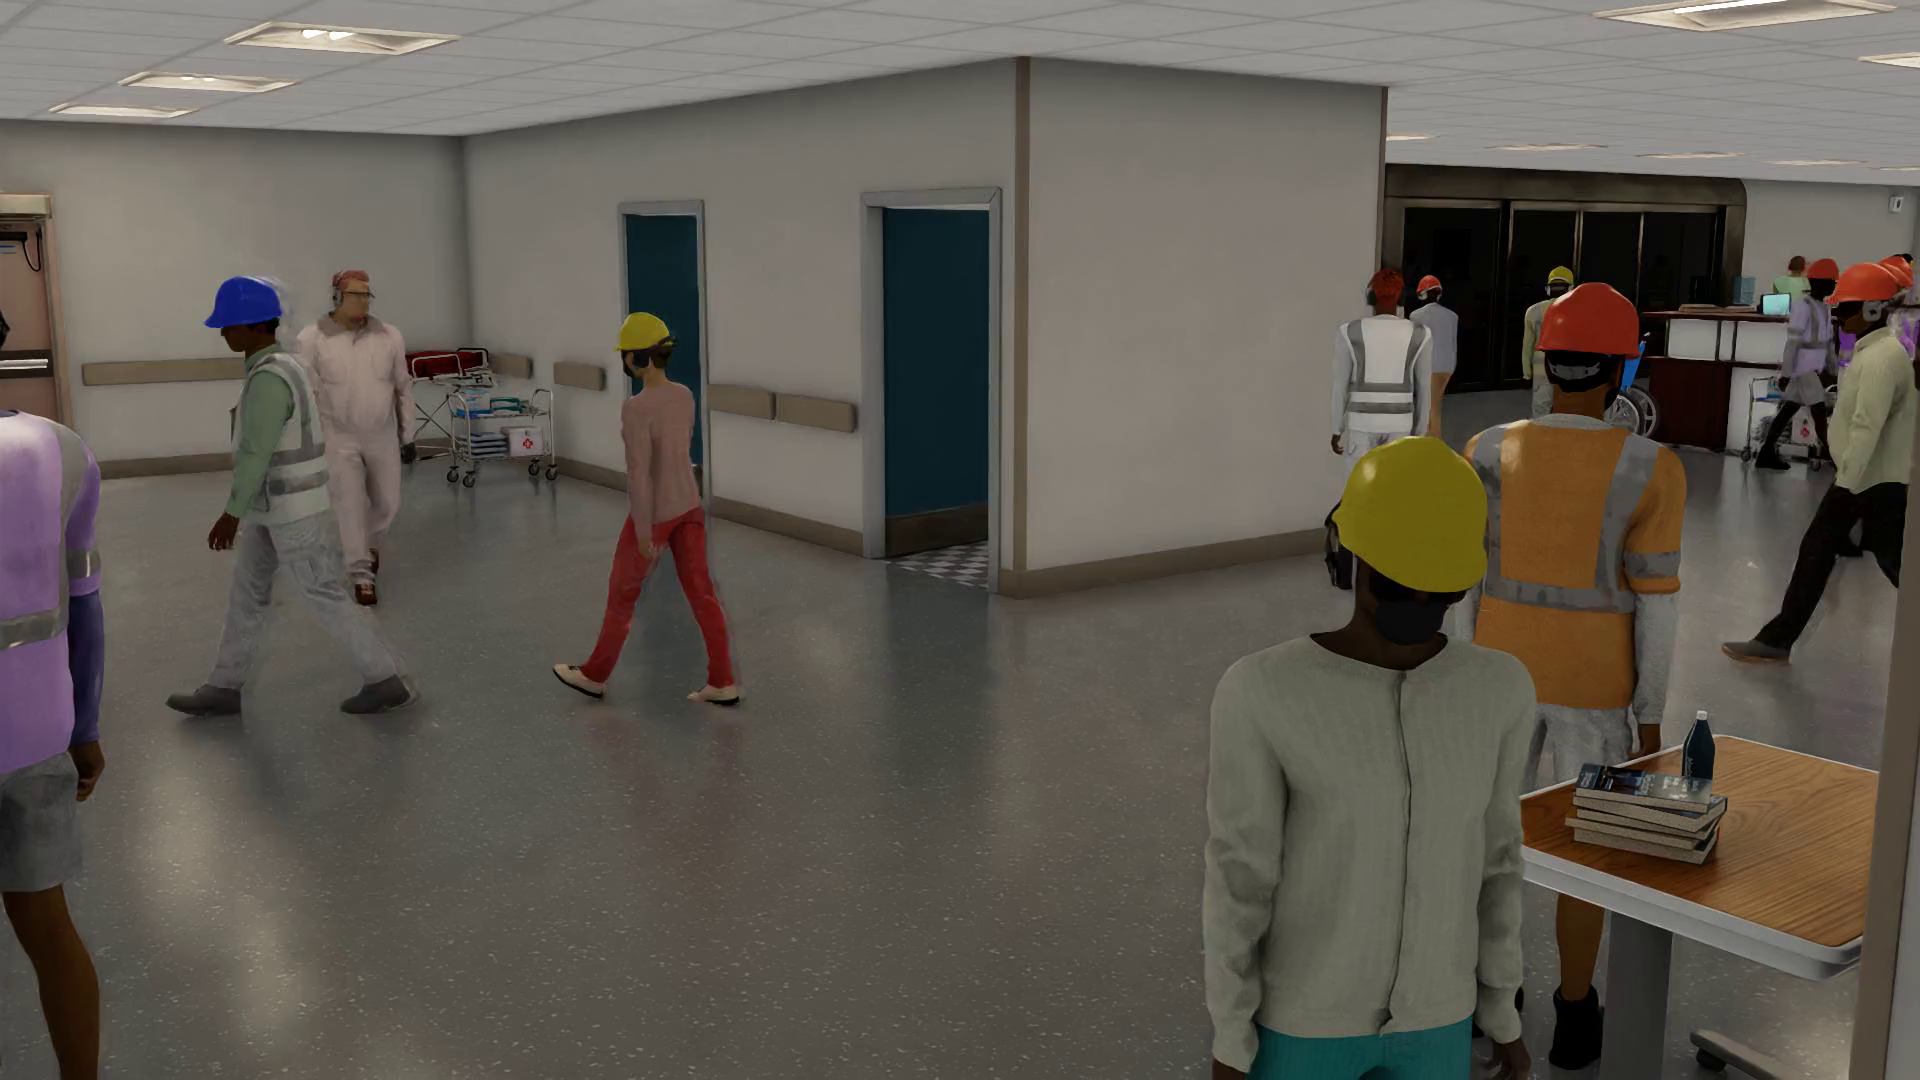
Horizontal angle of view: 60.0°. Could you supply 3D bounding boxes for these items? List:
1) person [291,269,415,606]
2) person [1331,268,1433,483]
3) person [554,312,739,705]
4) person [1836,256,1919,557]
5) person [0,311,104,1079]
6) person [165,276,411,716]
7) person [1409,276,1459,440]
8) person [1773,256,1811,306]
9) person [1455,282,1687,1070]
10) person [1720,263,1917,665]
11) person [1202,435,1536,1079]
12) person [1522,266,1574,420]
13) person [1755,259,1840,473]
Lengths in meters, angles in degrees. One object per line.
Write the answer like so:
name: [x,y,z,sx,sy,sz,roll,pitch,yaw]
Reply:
person: [-3.460,-0.606,9.544,0.661,1.878,0.781,-7,12,-33]
person: [2.503,-0.671,9.918,0.575,1.876,0.341,1,10,7]
person: [-1.366,-0.124,7.283,0.867,1.724,0.534,5,11,27]
person: [5.927,-0.854,10.752,0.544,1.939,0.353,-2,10,-12]
person: [-2.045,0.412,3.430,0.407,2.029,0.613,3,11,18]
person: [-2.846,-0.157,6.996,0.963,1.902,0.607,-5,11,-24]
person: [4.441,-1.623,15.707,0.562,1.715,0.607,-6,12,-29]
person: [11.905,-3.133,23.784,0.570,1.845,0.383,5,11,26]
person: [1.493,0.337,4.132,0.539,1.929,0.385,7,12,36]
person: [4.208,-0.301,7.693,1.047,1.938,0.634,4,11,21]
person: [0.610,0.716,2.471,0.523,1.759,0.334,-2,10,-13]
person: [5.207,-1.466,14.511,0.586,1.822,0.403,4,11,21]
person: [7.528,-1.512,14.602,0.569,1.874,1.027,-9,14,-42]
